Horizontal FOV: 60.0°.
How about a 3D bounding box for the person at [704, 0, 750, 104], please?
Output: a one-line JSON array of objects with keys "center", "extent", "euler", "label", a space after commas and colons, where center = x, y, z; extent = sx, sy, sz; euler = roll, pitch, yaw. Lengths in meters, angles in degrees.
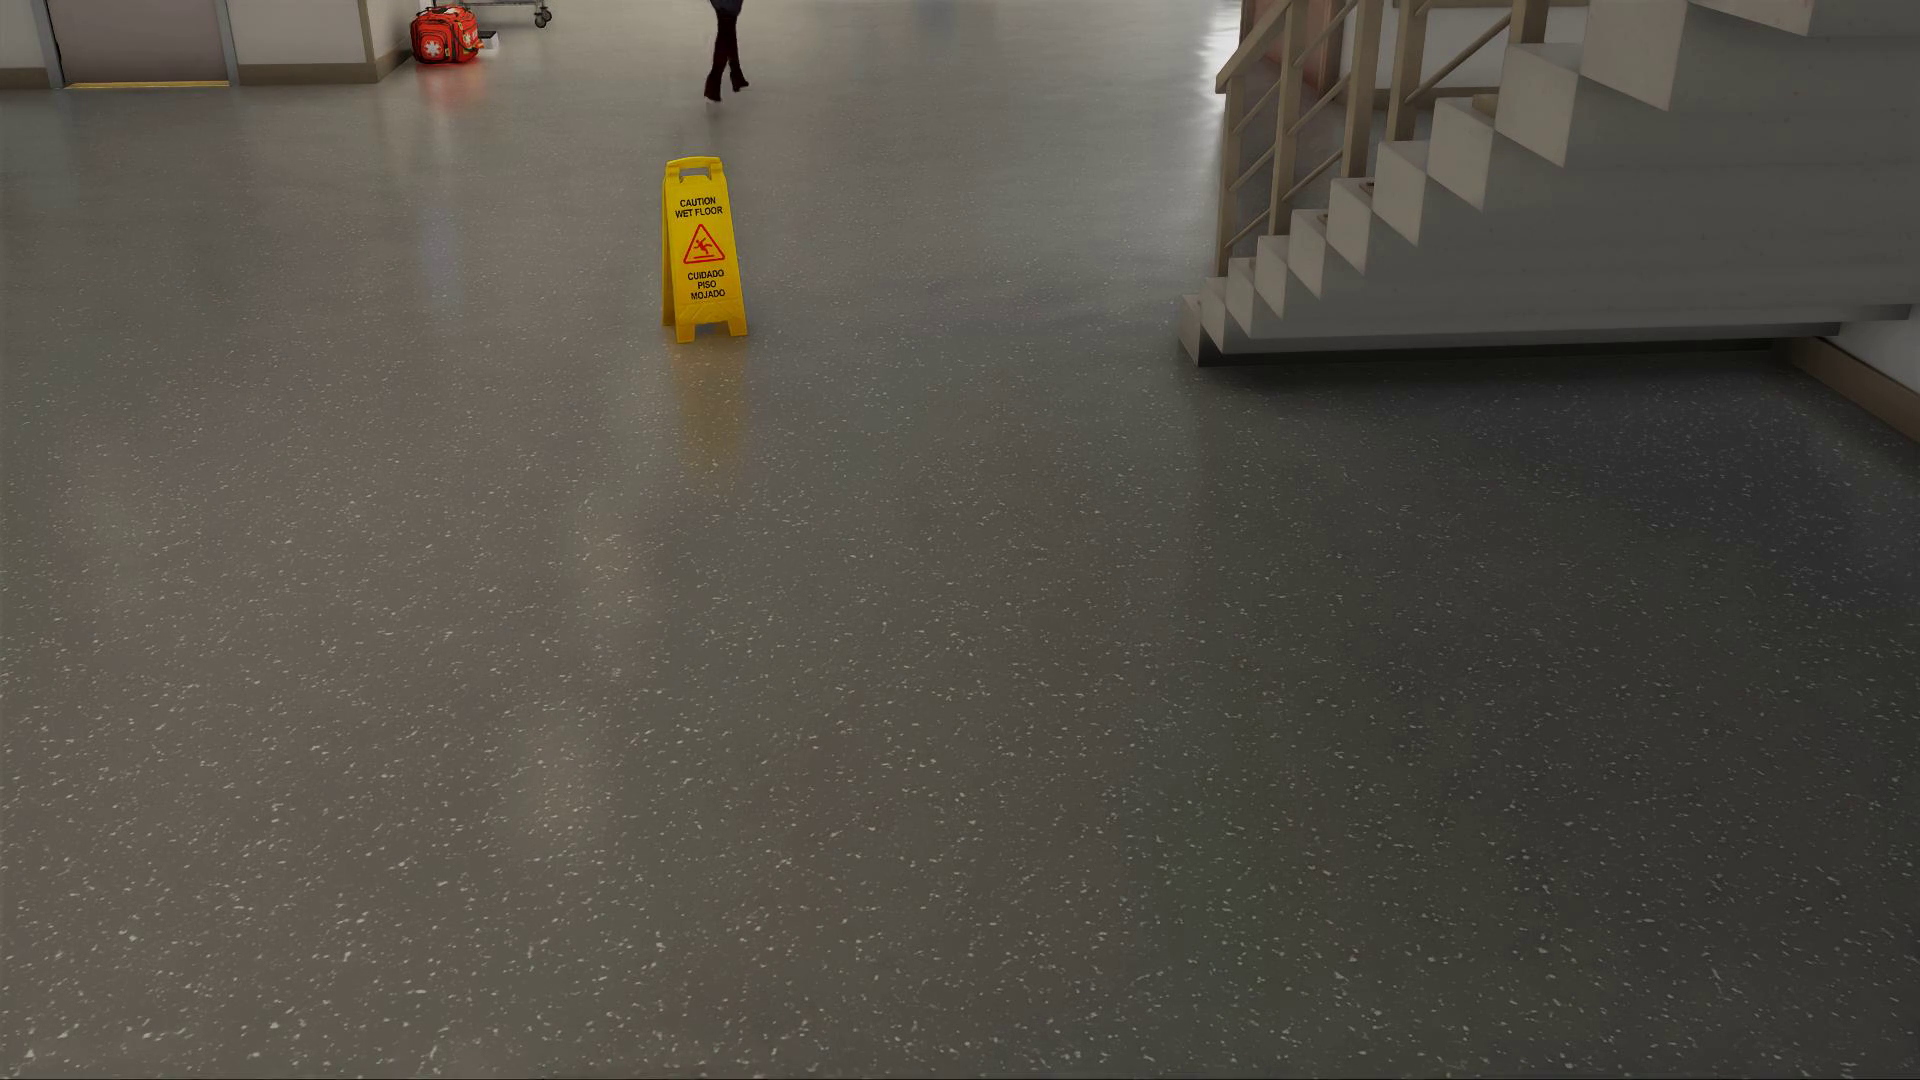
[{"center": [-1.708, -3.952, 11.878], "extent": [0.885, 1.666, 1.176], "euler": [8, 27, 15], "label": "person"}]
